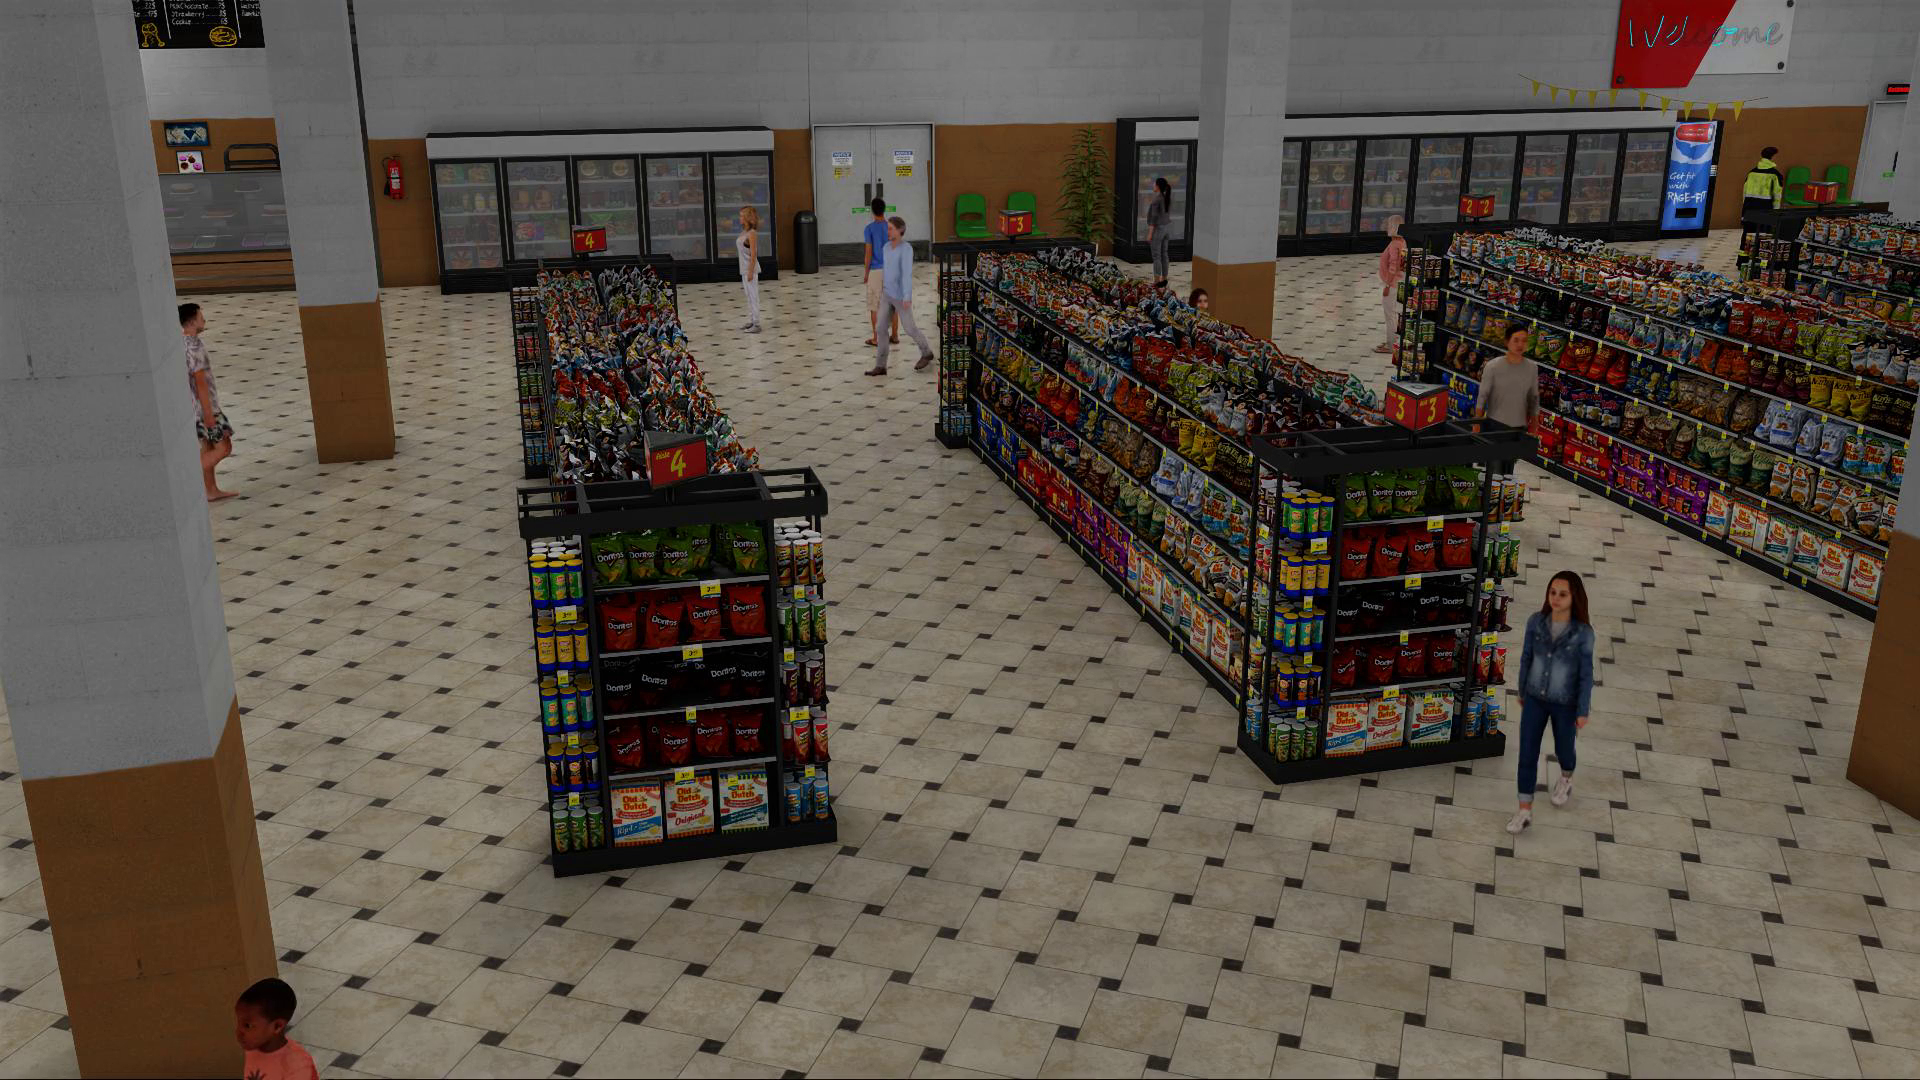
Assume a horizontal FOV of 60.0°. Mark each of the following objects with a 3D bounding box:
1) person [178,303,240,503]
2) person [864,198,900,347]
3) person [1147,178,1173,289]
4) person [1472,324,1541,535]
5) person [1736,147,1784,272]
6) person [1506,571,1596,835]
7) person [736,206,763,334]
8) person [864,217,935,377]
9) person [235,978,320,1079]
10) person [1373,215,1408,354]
[{"bbox_3d":[-6.808,-1.177,14.737,0.906,1.804,0.847,-15,24,-37],"label":"person"},{"bbox_3d":[-1.010,-3.451,21.390,0.704,1.862,0.640,-10,21,-28],"label":"person"},{"bbox_3d":[3.032,-4.644,25.218,0.762,1.678,0.727,15,24,38],"label":"person"},{"bbox_3d":[4.581,-0.961,14.101,0.716,1.803,0.670,-2,19,-6],"label":"person"},{"bbox_3d":[12.879,-5.329,26.775,0.916,1.982,0.734,-13,23,-34],"label":"person"},{"bbox_3d":[3.317,0.871,9.208,0.990,1.457,0.975,15,23,37],"label":"person"},{"bbox_3d":[-2.794,-3.619,22.190,0.655,1.671,0.489,-6,20,-18],"label":"person"},{"bbox_3d":[-0.665,-2.862,19.659,1.115,1.854,1.259,-17,25,-40],"label":"person"},{"bbox_3d":[-2.275,2.105,5.829,0.849,1.277,0.910,11,21,28],"label":"person"},{"bbox_3d":[5.441,-3.228,20.944,0.745,1.725,0.660,8,20,22],"label":"person"}]
